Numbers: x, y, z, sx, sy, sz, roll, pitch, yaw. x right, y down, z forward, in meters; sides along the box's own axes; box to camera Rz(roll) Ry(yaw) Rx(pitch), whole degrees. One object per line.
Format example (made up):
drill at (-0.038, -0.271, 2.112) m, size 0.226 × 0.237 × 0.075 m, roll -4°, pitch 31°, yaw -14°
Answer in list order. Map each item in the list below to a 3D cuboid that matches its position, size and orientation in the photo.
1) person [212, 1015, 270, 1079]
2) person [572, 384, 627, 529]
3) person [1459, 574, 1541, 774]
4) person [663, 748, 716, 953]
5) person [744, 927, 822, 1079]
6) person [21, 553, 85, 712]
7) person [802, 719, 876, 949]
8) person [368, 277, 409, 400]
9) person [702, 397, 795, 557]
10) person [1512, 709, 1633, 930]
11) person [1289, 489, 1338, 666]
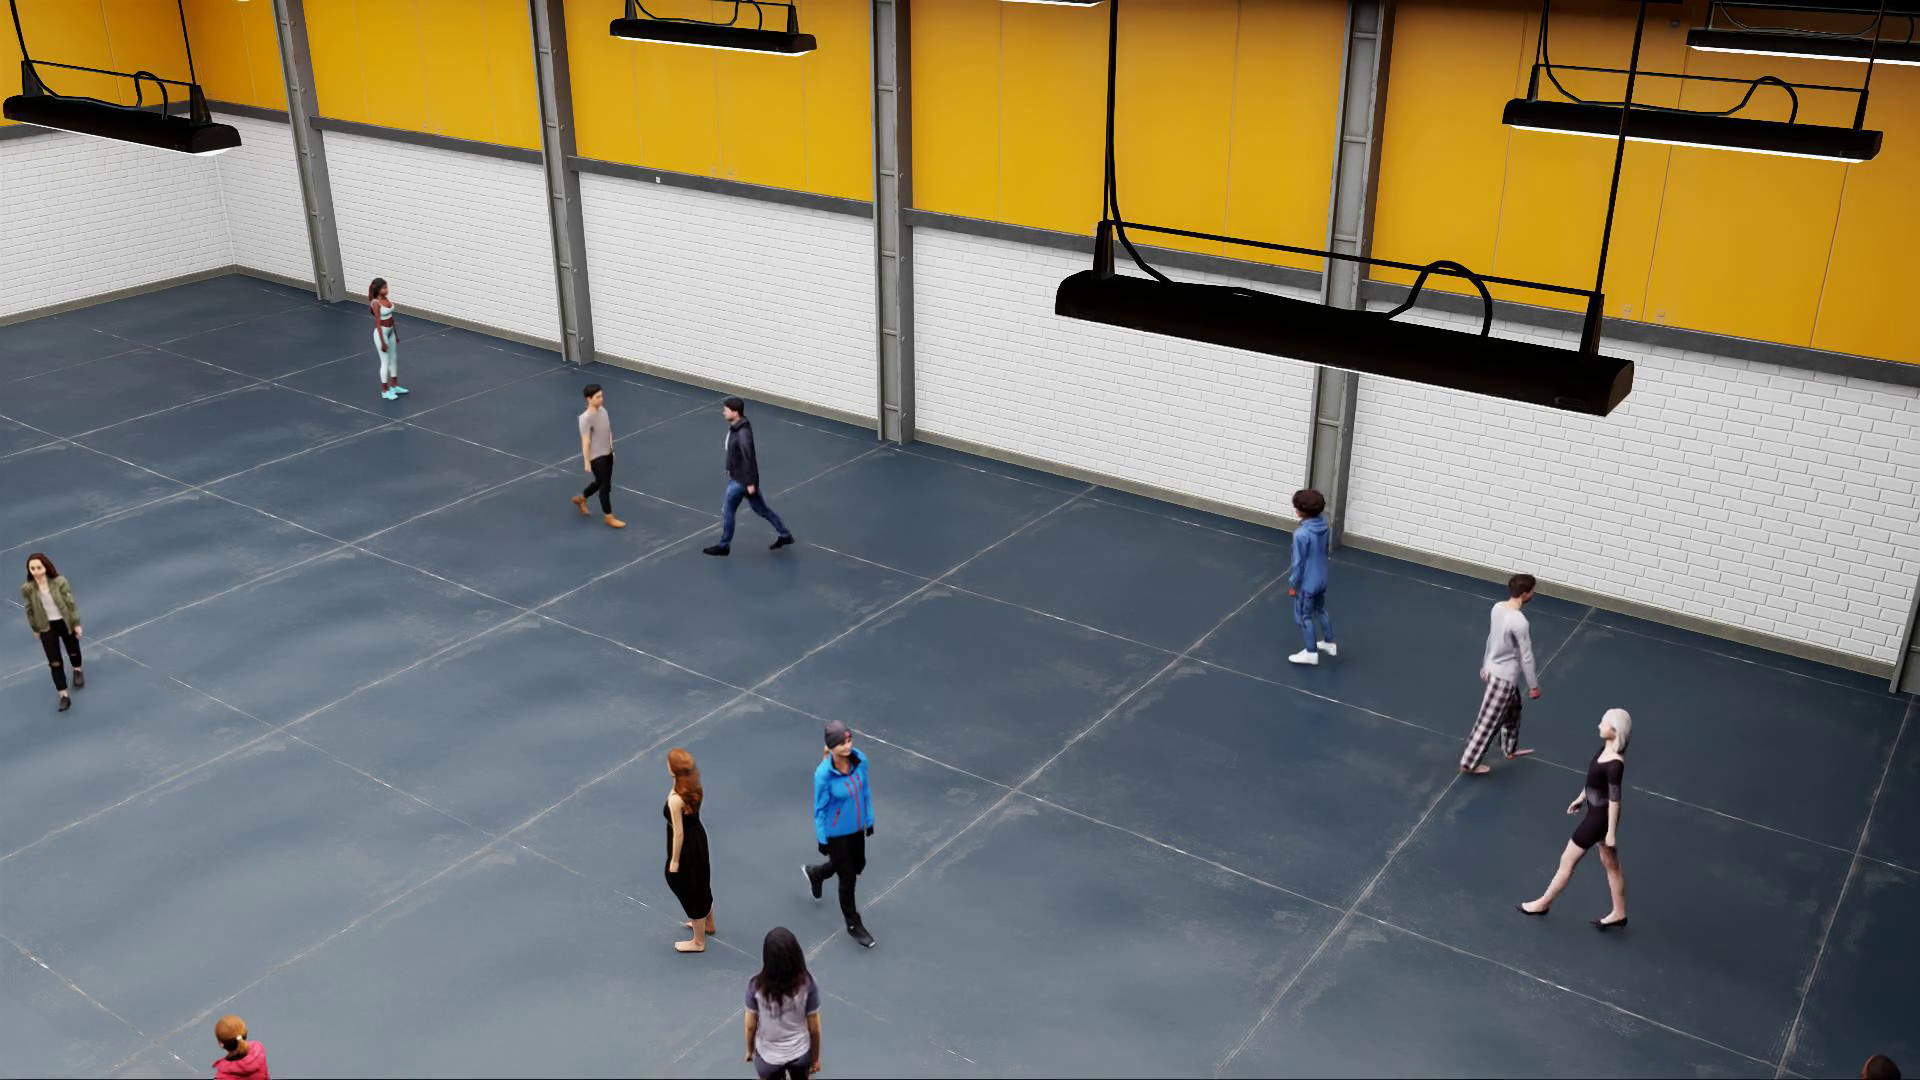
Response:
person at (-4.062, 3.343, 9.628) m, size 0.616 × 1.305 × 0.572 m, roll 12°, pitch 26°, yaw 25°
person at (-4.196, -0.981, 19.027) m, size 1.049 × 1.699 × 0.772 m, roll 10°, pitch 26°, yaw 22°
person at (4.478, 1.157, 13.981) m, size 1.080 × 1.823 × 0.994 m, roll -2°, pitch 24°, yaw -4°
person at (-1.928, 2.196, 11.851) m, size 0.667 × 1.625 × 0.654 m, roll 6°, pitch 24°, yaw 13°
person at (-1.020, 3.068, 9.739) m, size 0.702 × 1.719 × 0.750 m, roll -6°, pitch 24°, yaw -14°
person at (-8.297, 0.780, 15.316) m, size 0.900 × 1.445 × 1.067 m, roll -9°, pitch 25°, yaw -20°
person at (-0.883, 2.061, 11.969) m, size 0.761 × 1.777 × 1.064 m, roll -19°, pitch 30°, yaw -37°
person at (-8.026, -2.827, 23.225) m, size 0.648 × 1.719 × 0.648 m, roll 4°, pitch 24°, yaw 9°
person at (-2.250, -0.669, 18.131) m, size 1.317 × 1.845 × 1.181 m, roll -1°, pitch 24°, yaw -2°
person at (4.712, 2.049, 11.973) m, size 1.089 × 1.797 × 0.752 m, roll 9°, pitch 25°, yaw 20°
person at (3.382, 0.370, 15.845) m, size 0.815 × 1.772 × 0.730 m, roll -16°, pitch 28°, yaw -33°
